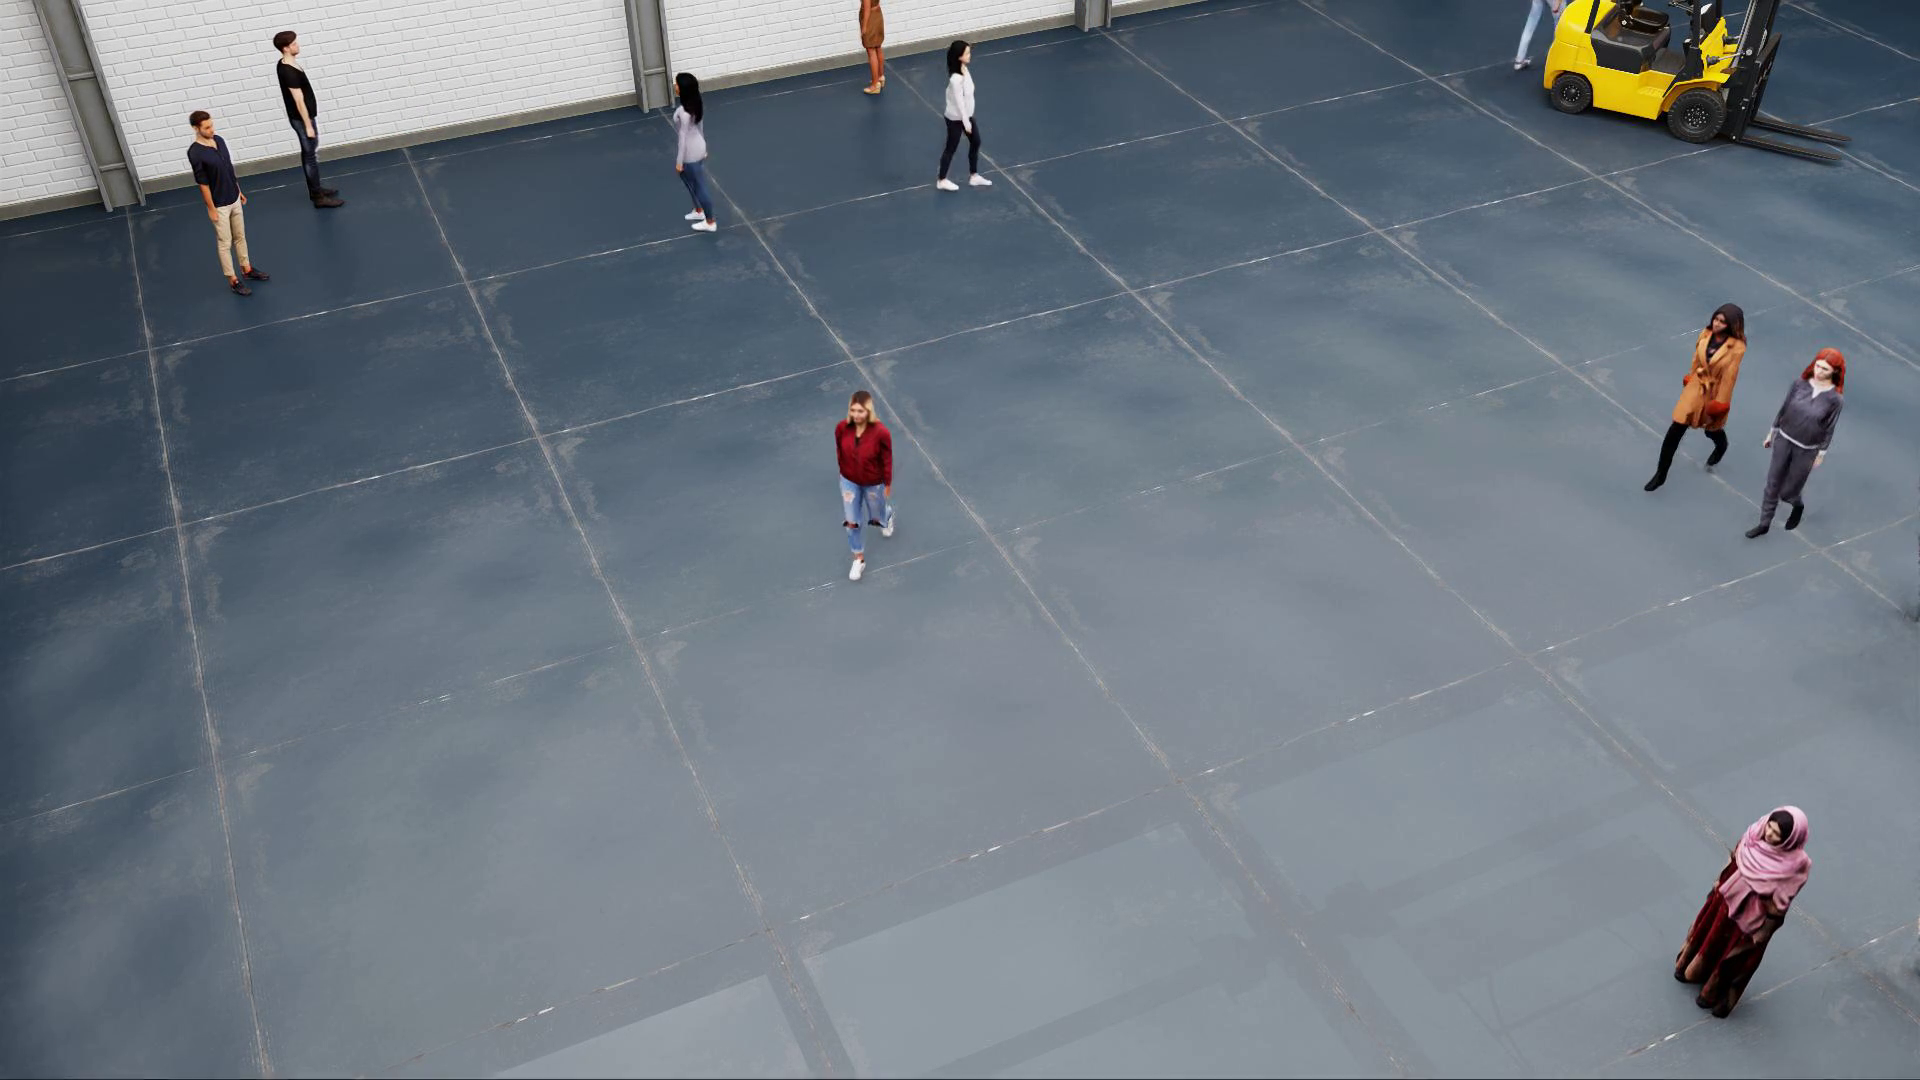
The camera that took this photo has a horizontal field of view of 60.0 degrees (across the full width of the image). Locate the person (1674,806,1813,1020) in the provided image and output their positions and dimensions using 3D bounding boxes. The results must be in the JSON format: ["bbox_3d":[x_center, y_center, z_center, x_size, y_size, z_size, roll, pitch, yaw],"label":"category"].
[{"bbox_3d":[4.565,2.088,9.621,0.672,1.635,0.716,-8,39,-10],"label":"person"}]

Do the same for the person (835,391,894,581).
[{"bbox_3d":[-0.723,-0.486,12.860,0.966,1.617,0.984,9,39,11],"label":"person"}]

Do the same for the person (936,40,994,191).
[{"bbox_3d":[-0.102,-4.547,17.896,0.968,1.676,0.887,10,40,12],"label":"person"}]

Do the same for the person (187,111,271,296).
[{"bbox_3d":[-7.193,-3.310,16.207,0.740,1.852,0.701,10,40,12],"label":"person"}]

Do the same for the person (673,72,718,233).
[{"bbox_3d":[-2.649,-3.964,17.131,0.764,1.721,0.725,4,39,5],"label":"person"}]

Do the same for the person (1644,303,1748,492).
[{"bbox_3d":[6.190,-1.177,13.669,1.199,1.687,0.823,-25,45,-28],"label":"person"}]

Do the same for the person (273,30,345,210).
[{"bbox_3d":[-6.964,-4.459,17.611,0.537,1.896,0.649,-16,41,-19],"label":"person"}]

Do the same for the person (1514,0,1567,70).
[{"bbox_3d":[7.179,-6.657,20.432,1.122,1.810,0.777,-24,44,-27],"label":"person"}]

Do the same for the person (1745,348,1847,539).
[{"bbox_3d":[6.633,-0.769,13.092,0.734,1.769,0.640,-22,44,-25],"label":"person"}]

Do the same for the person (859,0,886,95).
[{"bbox_3d":[-1.063,-6.203,19.962,0.695,1.687,0.647,10,40,13],"label":"person"}]
